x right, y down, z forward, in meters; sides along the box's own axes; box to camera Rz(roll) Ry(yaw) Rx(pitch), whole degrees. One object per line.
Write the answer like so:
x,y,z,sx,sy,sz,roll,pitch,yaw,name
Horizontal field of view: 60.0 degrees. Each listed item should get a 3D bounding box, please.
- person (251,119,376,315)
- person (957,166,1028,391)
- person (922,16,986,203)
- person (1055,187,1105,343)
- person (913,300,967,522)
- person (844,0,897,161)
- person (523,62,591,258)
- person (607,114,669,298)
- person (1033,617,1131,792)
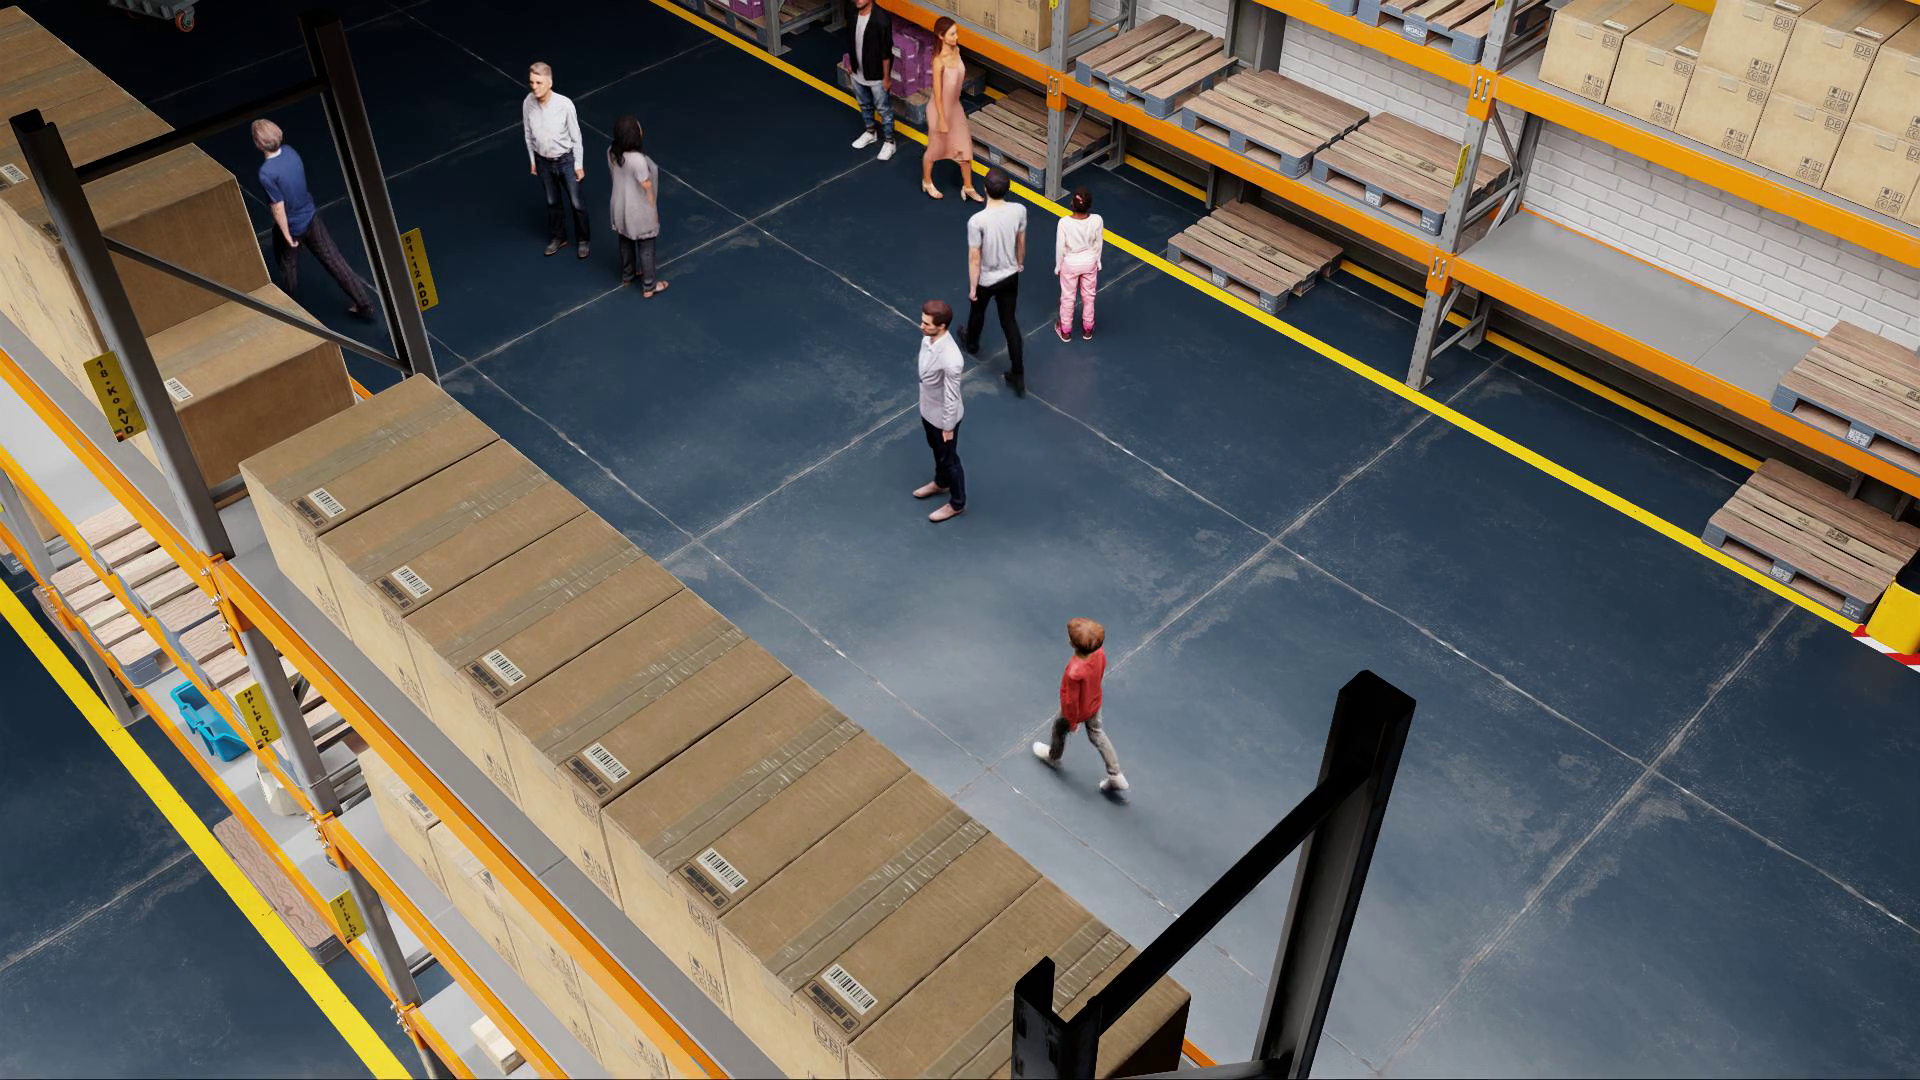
-5.311,-2.560,13.571,1.312,1.820,0.991,16,46,16,person
0.324,-1.987,12.971,0.982,1.819,1.286,-18,46,-18,person
-0.215,-3.865,14.953,0.905,1.805,0.712,25,49,24,person
0.971,-2.256,13.526,0.625,1.443,0.666,-5,44,-5,person
-0.129,-0.956,11.867,0.806,1.848,0.669,-14,45,-14,person
-0.819,-4.450,15.569,0.532,1.801,0.758,32,52,29,person
-3.474,-3.283,14.331,0.697,1.820,0.799,7,44,8,person
-2.752,-2.819,14.001,0.610,1.603,0.702,31,52,28,person
0.802,1.017,10.122,0.922,1.400,0.522,33,53,30,person
